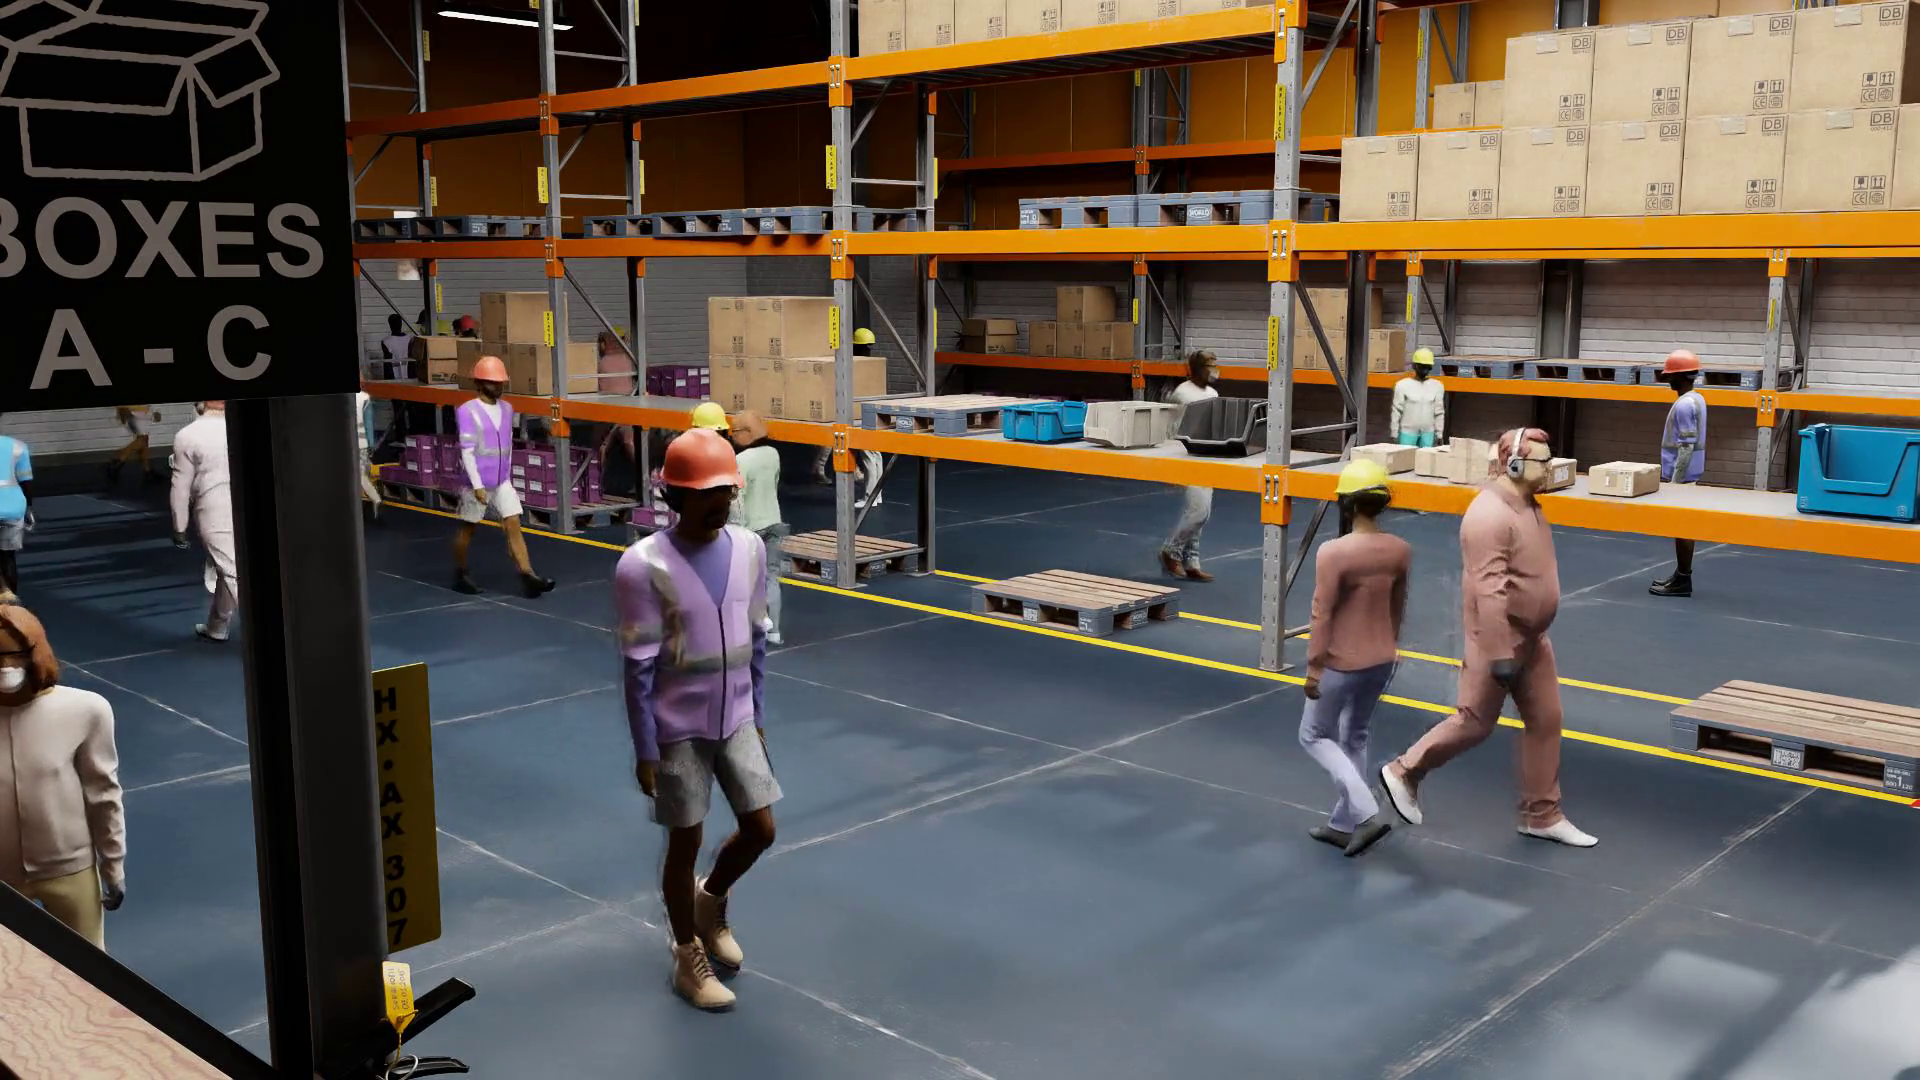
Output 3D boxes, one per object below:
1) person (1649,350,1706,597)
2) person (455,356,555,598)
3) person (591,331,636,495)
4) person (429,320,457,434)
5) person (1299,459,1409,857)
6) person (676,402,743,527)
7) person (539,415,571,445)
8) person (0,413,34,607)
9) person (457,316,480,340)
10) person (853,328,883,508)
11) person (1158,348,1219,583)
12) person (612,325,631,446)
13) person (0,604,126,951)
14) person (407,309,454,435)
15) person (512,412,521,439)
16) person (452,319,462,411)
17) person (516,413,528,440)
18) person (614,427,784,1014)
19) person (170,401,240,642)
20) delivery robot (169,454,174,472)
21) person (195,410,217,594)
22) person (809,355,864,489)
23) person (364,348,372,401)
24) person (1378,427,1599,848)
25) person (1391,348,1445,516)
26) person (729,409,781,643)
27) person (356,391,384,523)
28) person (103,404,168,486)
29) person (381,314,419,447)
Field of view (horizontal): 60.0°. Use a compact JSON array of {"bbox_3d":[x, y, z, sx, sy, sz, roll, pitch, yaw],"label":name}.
[{"bbox_3d":[5.621,-0.520,13.030,0.370,1.930,0.551,5,11,29],"label":"person"},{"bbox_3d":[-3.611,-0.473,12.894,1.029,1.878,0.557,7,11,35],"label":"person"},{"bbox_3d":[-3.950,-1.433,18.885,1.015,1.856,0.639,6,11,33],"label":"person"},{"bbox_3d":[-6.763,-1.882,21.478,0.590,1.908,0.566,7,12,38],"label":"person"},{"bbox_3d":[1.712,0.524,7.183,0.544,1.747,0.508,-6,11,-31],"label":"person"},{"bbox_3d":[-1.592,-0.018,10.592,0.427,1.723,0.497,3,10,18],"label":"person"},{"bbox_3d":[-5.440,-1.880,22.339,0.619,1.609,0.554,5,10,27],"label":"person"},{"bbox_3d":[-6.818,-0.189,11.785,0.644,1.677,0.538,8,12,39],"label":"person"},{"bbox_3d":[-6.388,-1.930,21.660,0.597,1.944,0.921,2,9,12],"label":"person"},{"bbox_3d":[-1.013,-1.303,17.844,0.370,1.928,0.585,2,10,14],"label":"person"},{"bbox_3d":[1.925,-0.592,13.487,0.427,1.925,0.652,7,11,35],"label":"person"},{"bbox_3d":[-4.930,-2.246,24.183,0.522,1.752,0.436,6,11,33],"label":"person"},{"bbox_3d":[-2.675,0.978,4.790,0.504,1.626,0.284,-5,10,-27],"label":"person"},{"bbox_3d":[-7.031,-2.058,22.133,0.689,2.000,0.537,0,9,2],"label":"person"},{"bbox_3d":[-5.793,-1.686,21.025,0.555,1.641,0.860,-5,10,-27],"label":"person"},{"bbox_3d":[-7.069,-2.247,23.898,0.331,1.854,0.574,8,12,39],"label":"person"},{"bbox_3d":[-6.113,-2.107,23.042,0.576,1.839,0.460,2,10,13],"label":"person"},{"bbox_3d":[-0.880,0.625,5.715,0.608,2.030,0.436,-8,12,-41],"label":"person"},{"bbox_3d":[-4.907,-0.159,11.093,1.036,1.858,0.658,6,11,35],"label":"person"},{"bbox_3d":[-8.758,-0.893,19.244,0.707,0.478,0.477,-3,10,-19],"label":"delivery robot"},{"bbox_3d":[-5.575,-0.428,12.691,0.578,1.854,0.527,9,13,44],"label":"person"},{"bbox_3d":[-1.413,-1.572,19.488,1.054,1.944,0.625,5,11,29],"label":"person"},{"bbox_3d":[-8.525,-2.117,23.277,0.612,1.791,0.767,-2,9,-11],"label":"person"},{"bbox_3d":[2.387,0.420,7.451,0.890,1.872,0.637,8,12,40],"label":"person"},{"bbox_3d":[4.744,-1.121,17.279,0.534,1.756,0.447,-1,9,-8],"label":"person"},{"bbox_3d":[-1.394,-0.085,11.321,0.365,1.619,0.528,7,12,37],"label":"person"},{"bbox_3d":[-5.967,-0.906,16.347,0.504,1.623,0.519,6,11,35],"label":"person"},{"bbox_3d":[-9.747,-1.556,19.496,0.559,1.907,0.822,5,10,26],"label":"person"},{"bbox_3d":[-8.059,-2.296,23.984,0.394,1.914,0.587,6,11,33],"label":"person"}]
